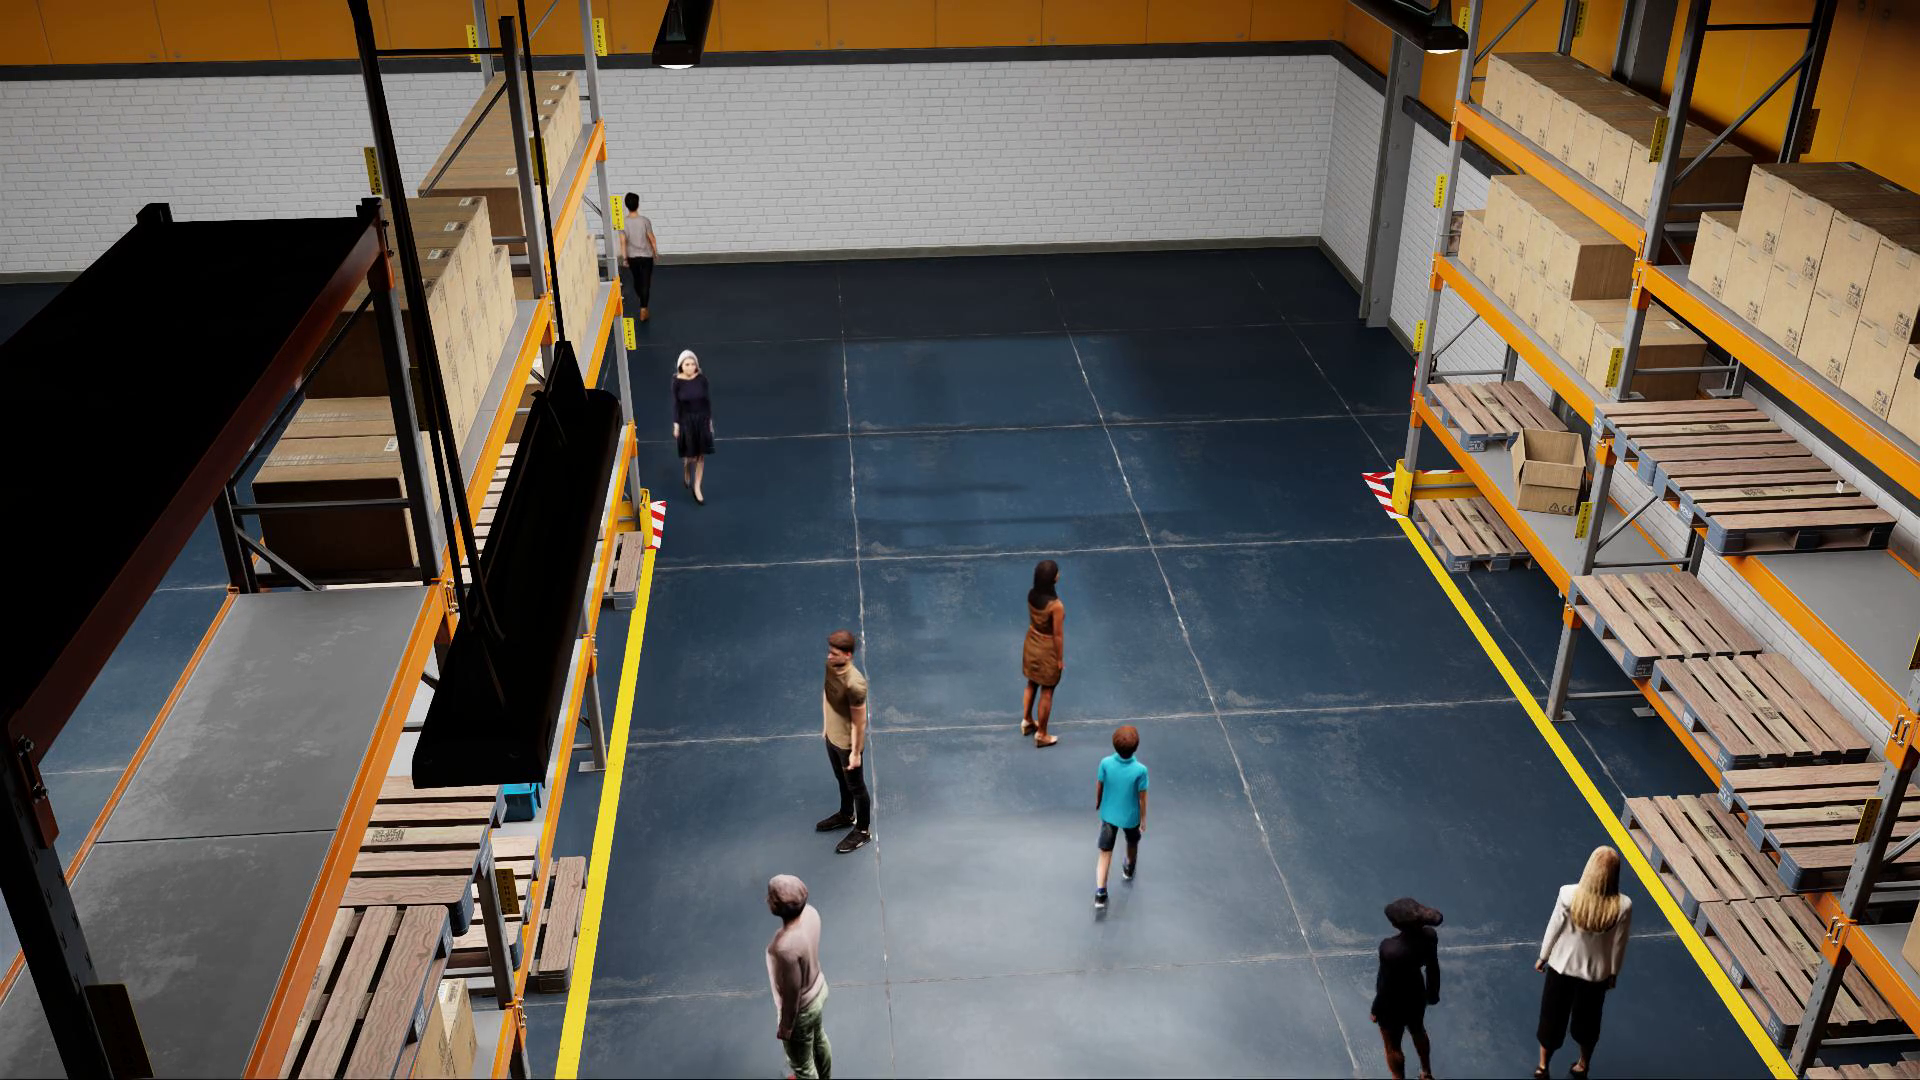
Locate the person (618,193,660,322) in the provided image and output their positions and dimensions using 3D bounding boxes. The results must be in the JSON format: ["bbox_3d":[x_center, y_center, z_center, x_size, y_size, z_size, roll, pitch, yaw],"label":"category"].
[{"bbox_3d":[-4.287,-3.759,22.238,0.759,1.684,1.104,3,29,5],"label":"person"}]

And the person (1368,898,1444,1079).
[{"bbox_3d":[2.753,2.850,10.195,0.789,1.614,0.742,-8,30,-15],"label":"person"}]

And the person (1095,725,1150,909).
[{"bbox_3d":[1.134,1.998,11.953,0.774,1.427,1.017,8,30,15],"label":"person"}]

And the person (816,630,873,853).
[{"bbox_3d":[-0.854,1.474,12.469,0.807,1.851,0.664,-16,32,-26],"label":"person"}]

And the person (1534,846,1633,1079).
[{"bbox_3d":[3.817,2.669,10.278,0.684,1.852,0.628,6,29,12],"label":"person"}]

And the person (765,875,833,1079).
[{"bbox_3d":[-0.966,2.786,10.046,0.805,1.869,0.629,6,29,10],"label":"person"}]

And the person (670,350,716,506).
[{"bbox_3d":[-2.828,-1.214,17.518,0.736,1.737,0.864,-14,32,-24],"label":"person"}]

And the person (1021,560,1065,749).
[{"bbox_3d":[0.684,0.923,13.656,0.699,1.682,0.595,-19,34,-30],"label":"person"}]
